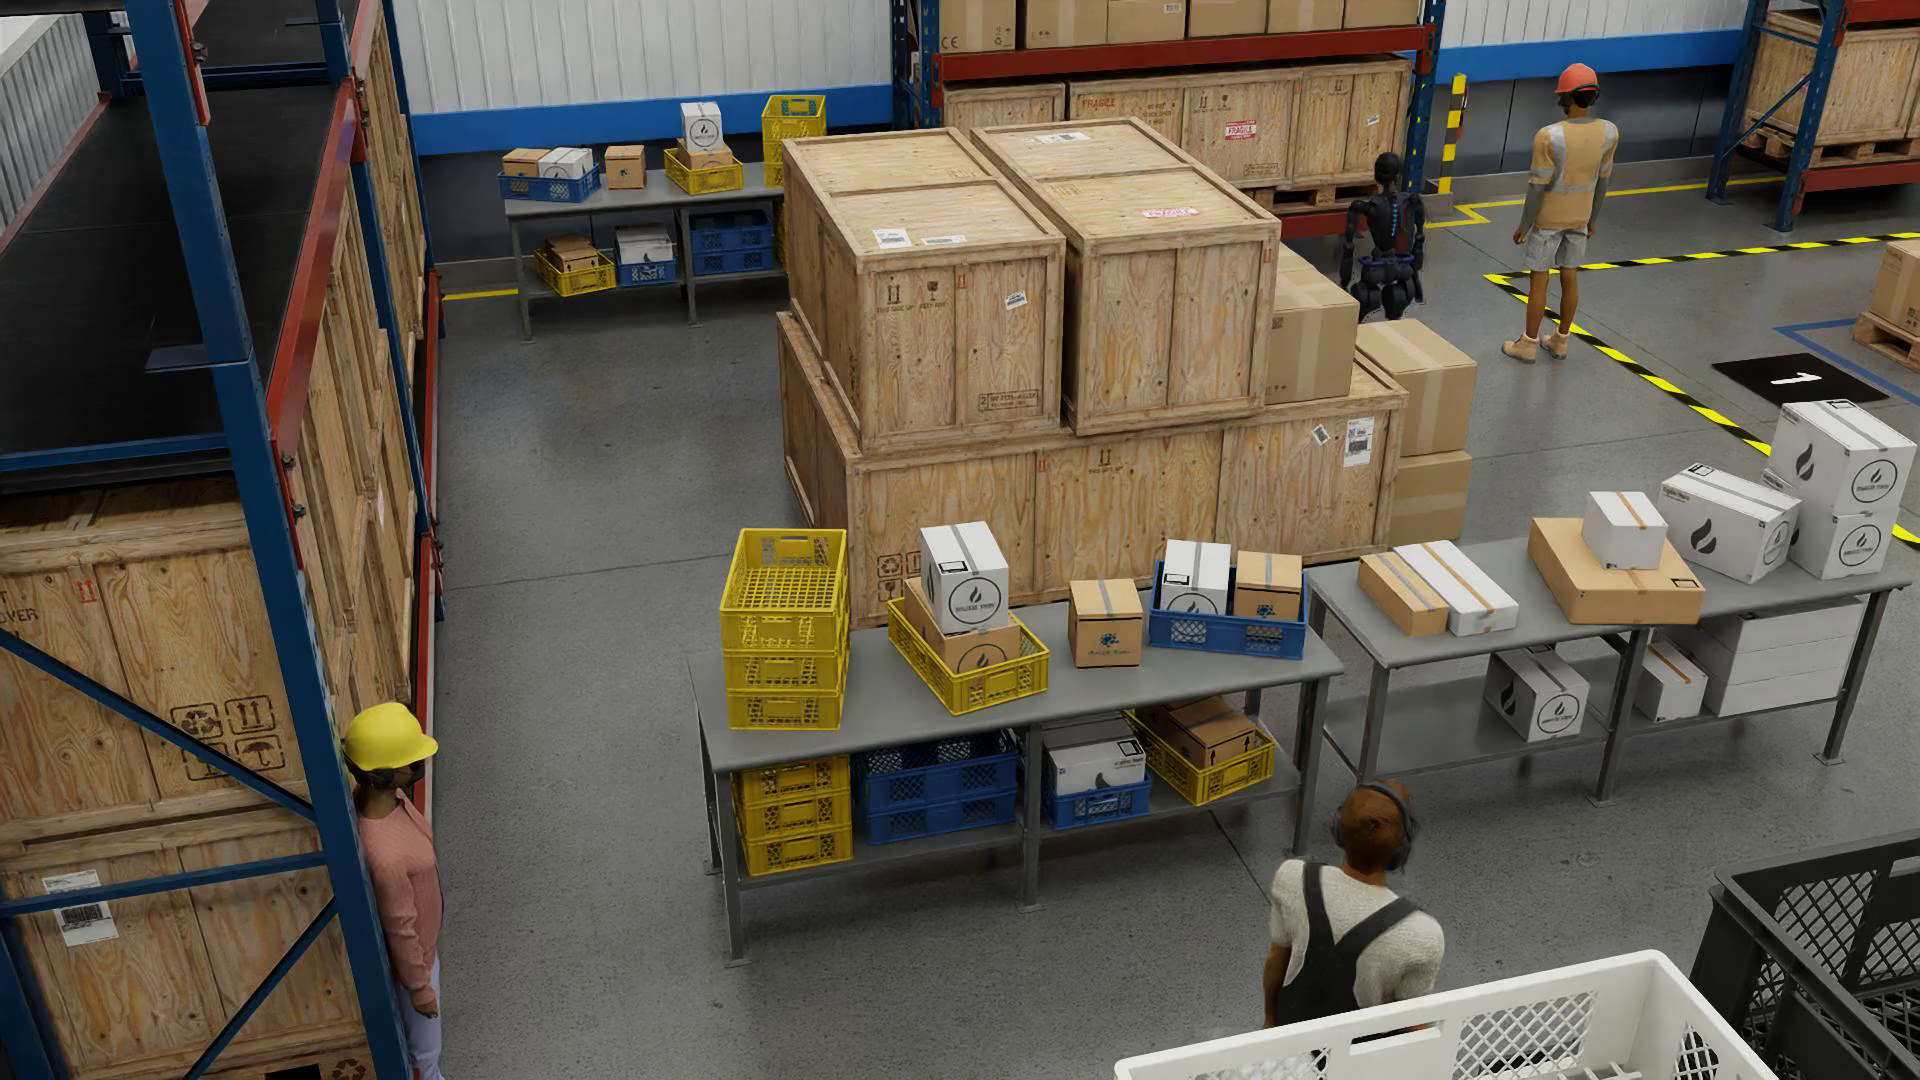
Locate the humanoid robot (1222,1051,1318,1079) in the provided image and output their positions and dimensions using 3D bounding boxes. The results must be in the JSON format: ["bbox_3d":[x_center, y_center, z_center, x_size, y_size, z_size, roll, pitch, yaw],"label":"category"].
[{"bbox_3d":[0.444,1.966,4.133,0.772,1.878,0.530,4,29,7],"label":"humanoid robot"}]

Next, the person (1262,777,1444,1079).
[{"bbox_3d":[1.093,1.471,4.829,0.500,1.836,0.338,20,34,31],"label":"person"}]

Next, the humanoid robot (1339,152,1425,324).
[{"bbox_3d":[2.704,-1.696,10.742,0.605,1.637,0.596,-6,30,-12],"label":"humanoid robot"}]

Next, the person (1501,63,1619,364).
[{"bbox_3d":[4.044,-2.185,11.257,0.604,2.034,0.386,-7,30,-13],"label":"person"}]

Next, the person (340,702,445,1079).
[{"bbox_3d":[-1.719,1.272,5.266,0.337,1.761,0.522,-10,30,-17],"label":"person"}]
